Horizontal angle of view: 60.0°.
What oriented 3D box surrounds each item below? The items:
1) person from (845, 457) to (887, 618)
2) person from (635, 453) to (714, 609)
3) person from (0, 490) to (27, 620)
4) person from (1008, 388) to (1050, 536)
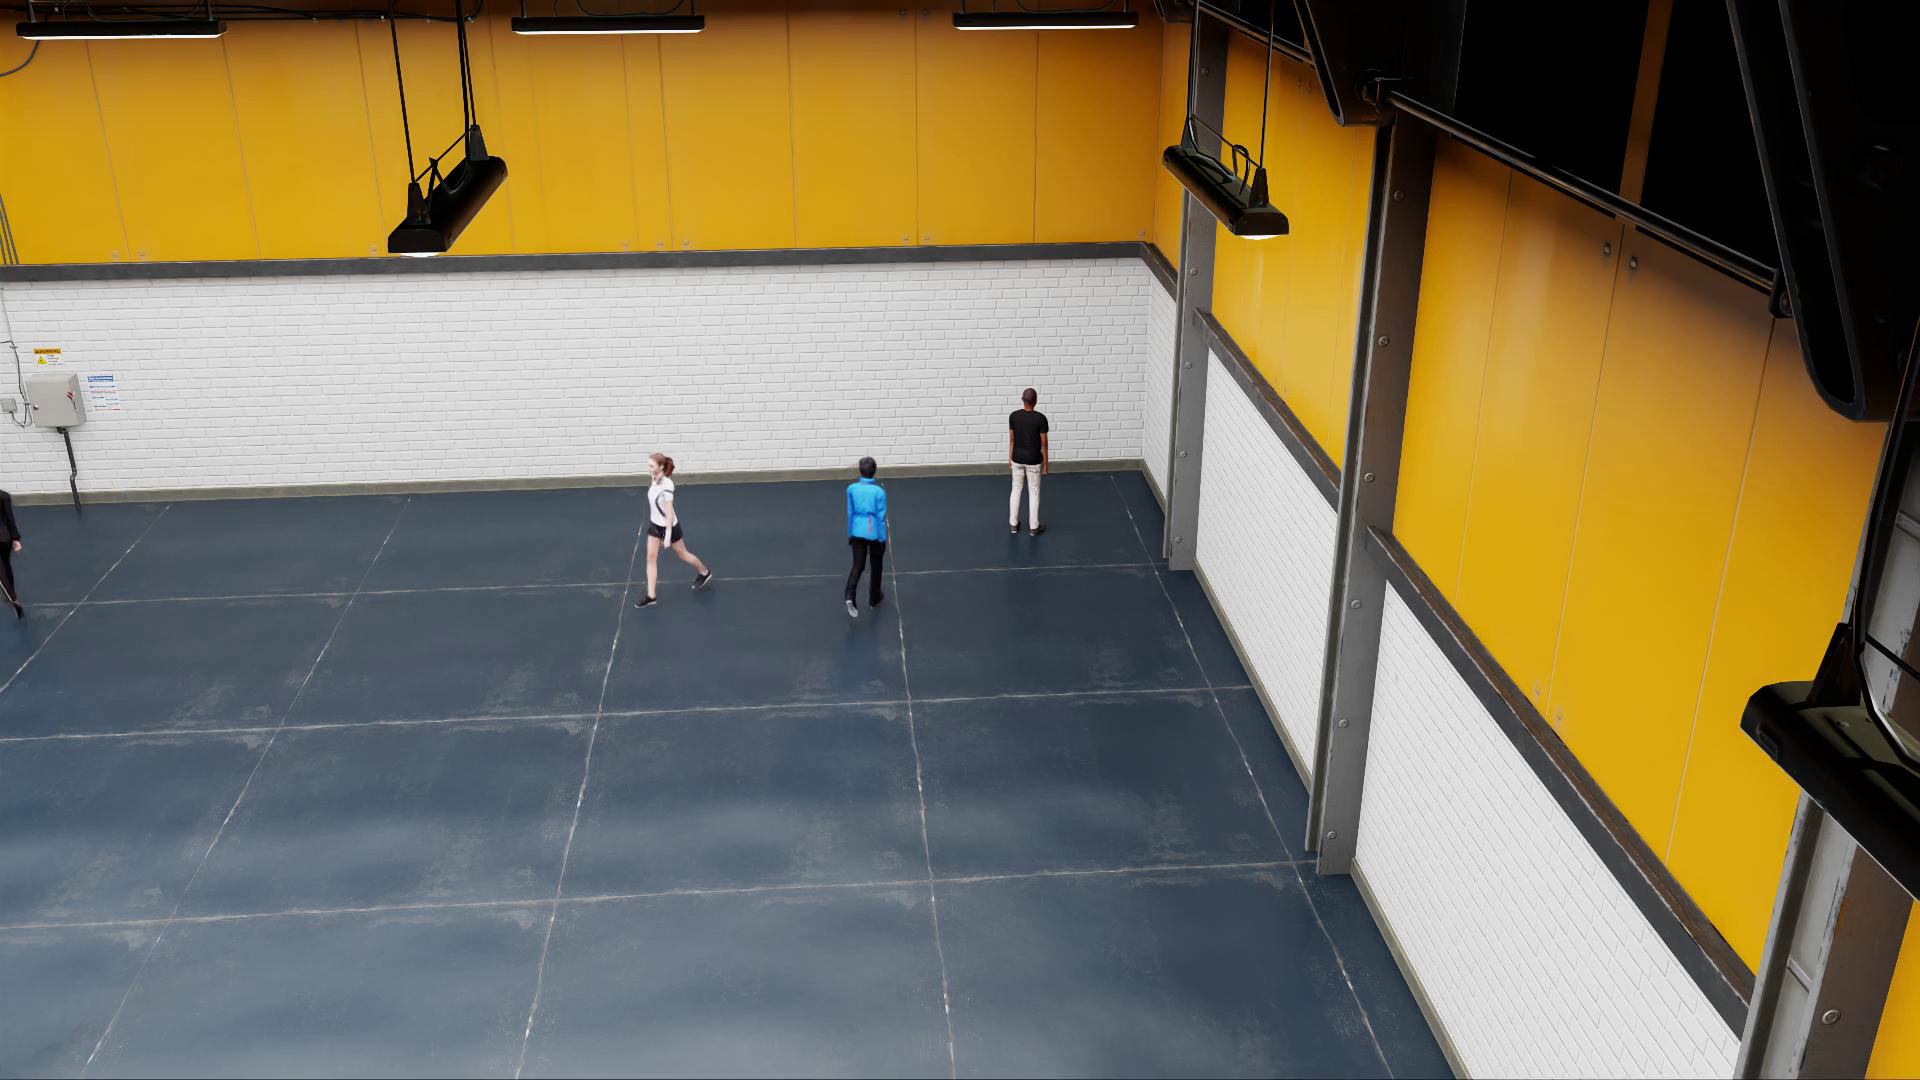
[{"bbox_3d":[-1.014,-0.002,17.667,0.870,1.775,1.112,8,25,17],"label":"person"},{"bbox_3d":[-3.099,-0.131,18.055,1.135,1.700,1.185,-20,30,-38],"label":"person"},{"bbox_3d":[-10.195,0.081,17.618,1.024,1.662,1.147,-21,31,-39],"label":"person"},{"bbox_3d":[0.799,-0.935,19.767,0.732,1.803,0.720,8,25,17],"label":"person"}]
